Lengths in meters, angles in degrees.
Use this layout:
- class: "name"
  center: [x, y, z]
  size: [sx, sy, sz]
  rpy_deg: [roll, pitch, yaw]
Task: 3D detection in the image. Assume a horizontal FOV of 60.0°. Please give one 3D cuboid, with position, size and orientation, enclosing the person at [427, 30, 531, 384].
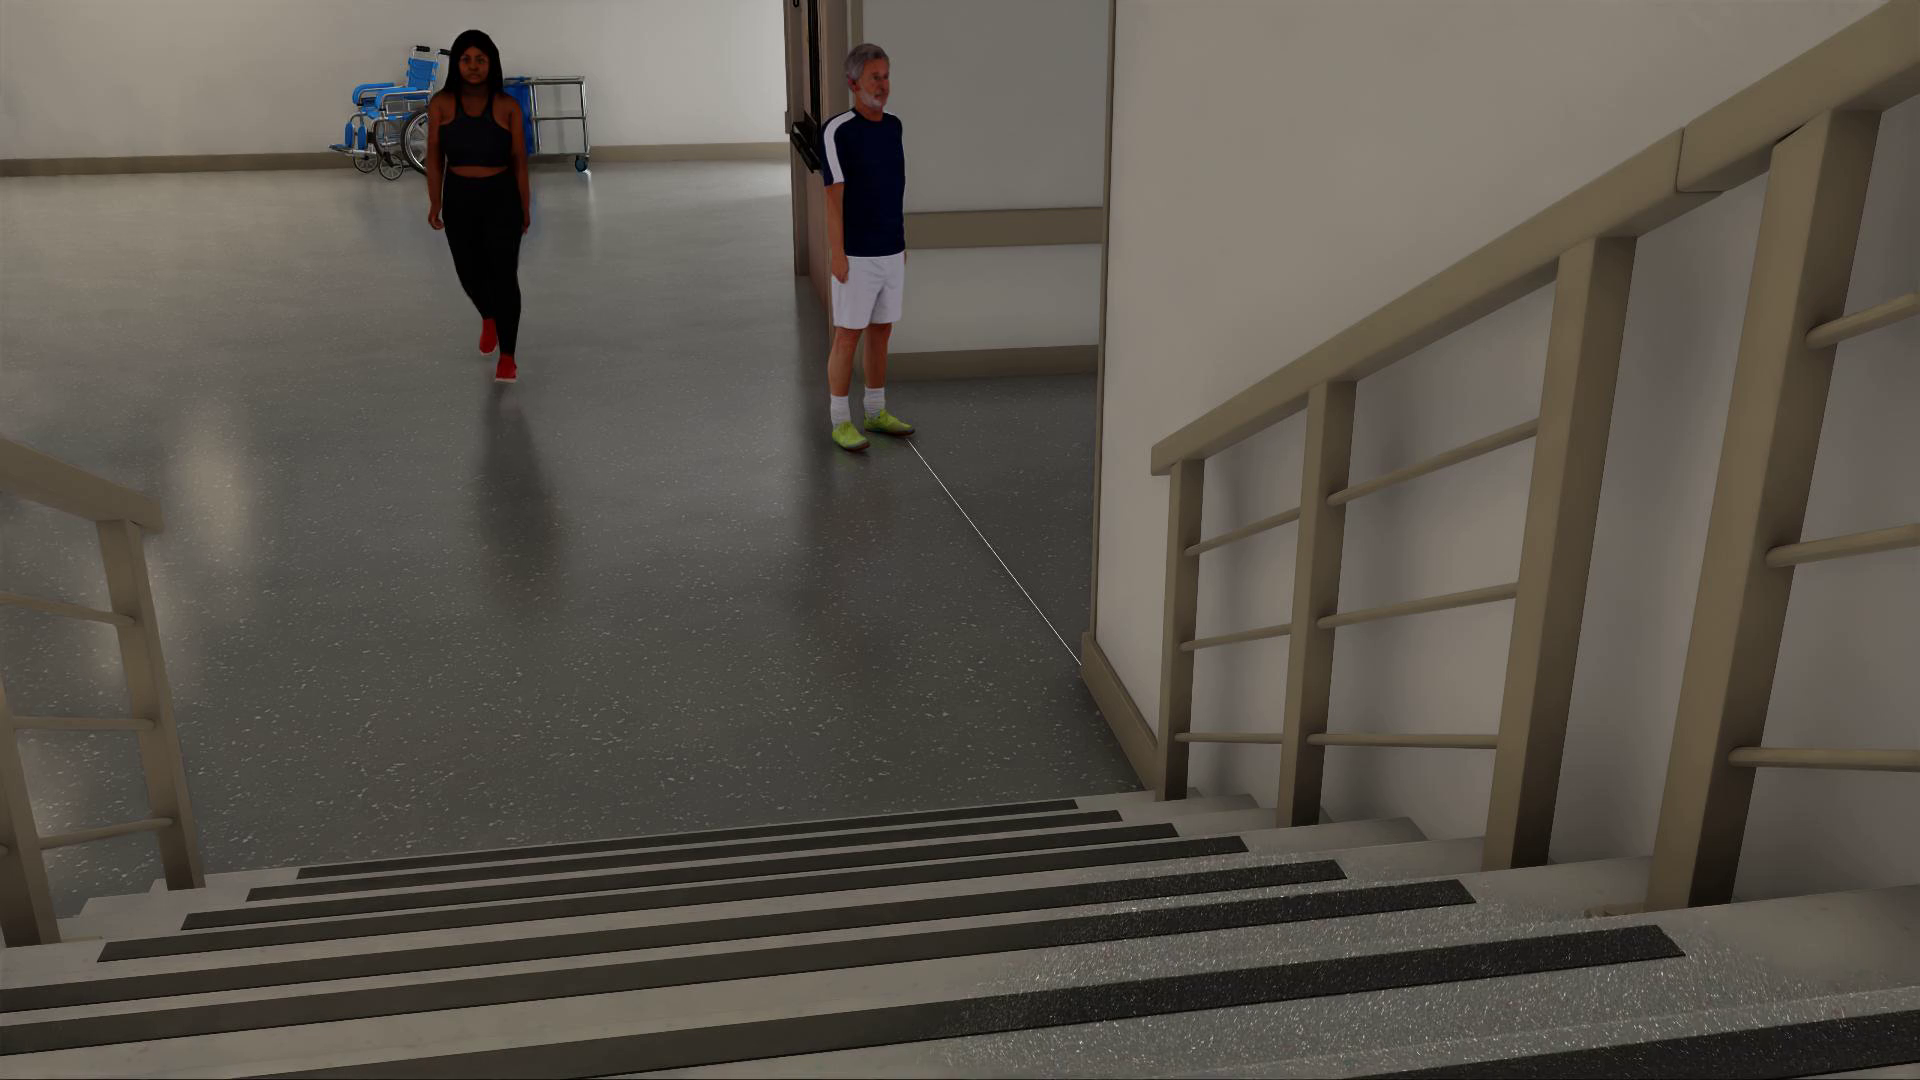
- class: "person"
  center: [-2.550, -1.771, 8.873]
  size: [0.714, 1.778, 1.211]
  rpy_deg: [-2, 21, -5]

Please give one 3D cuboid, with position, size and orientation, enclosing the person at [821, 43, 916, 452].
- class: "person"
  center: [-0.430, -1.351, 7.680]
  size: [0.748, 1.838, 0.713]
  rpy_deg: [17, 27, 38]
